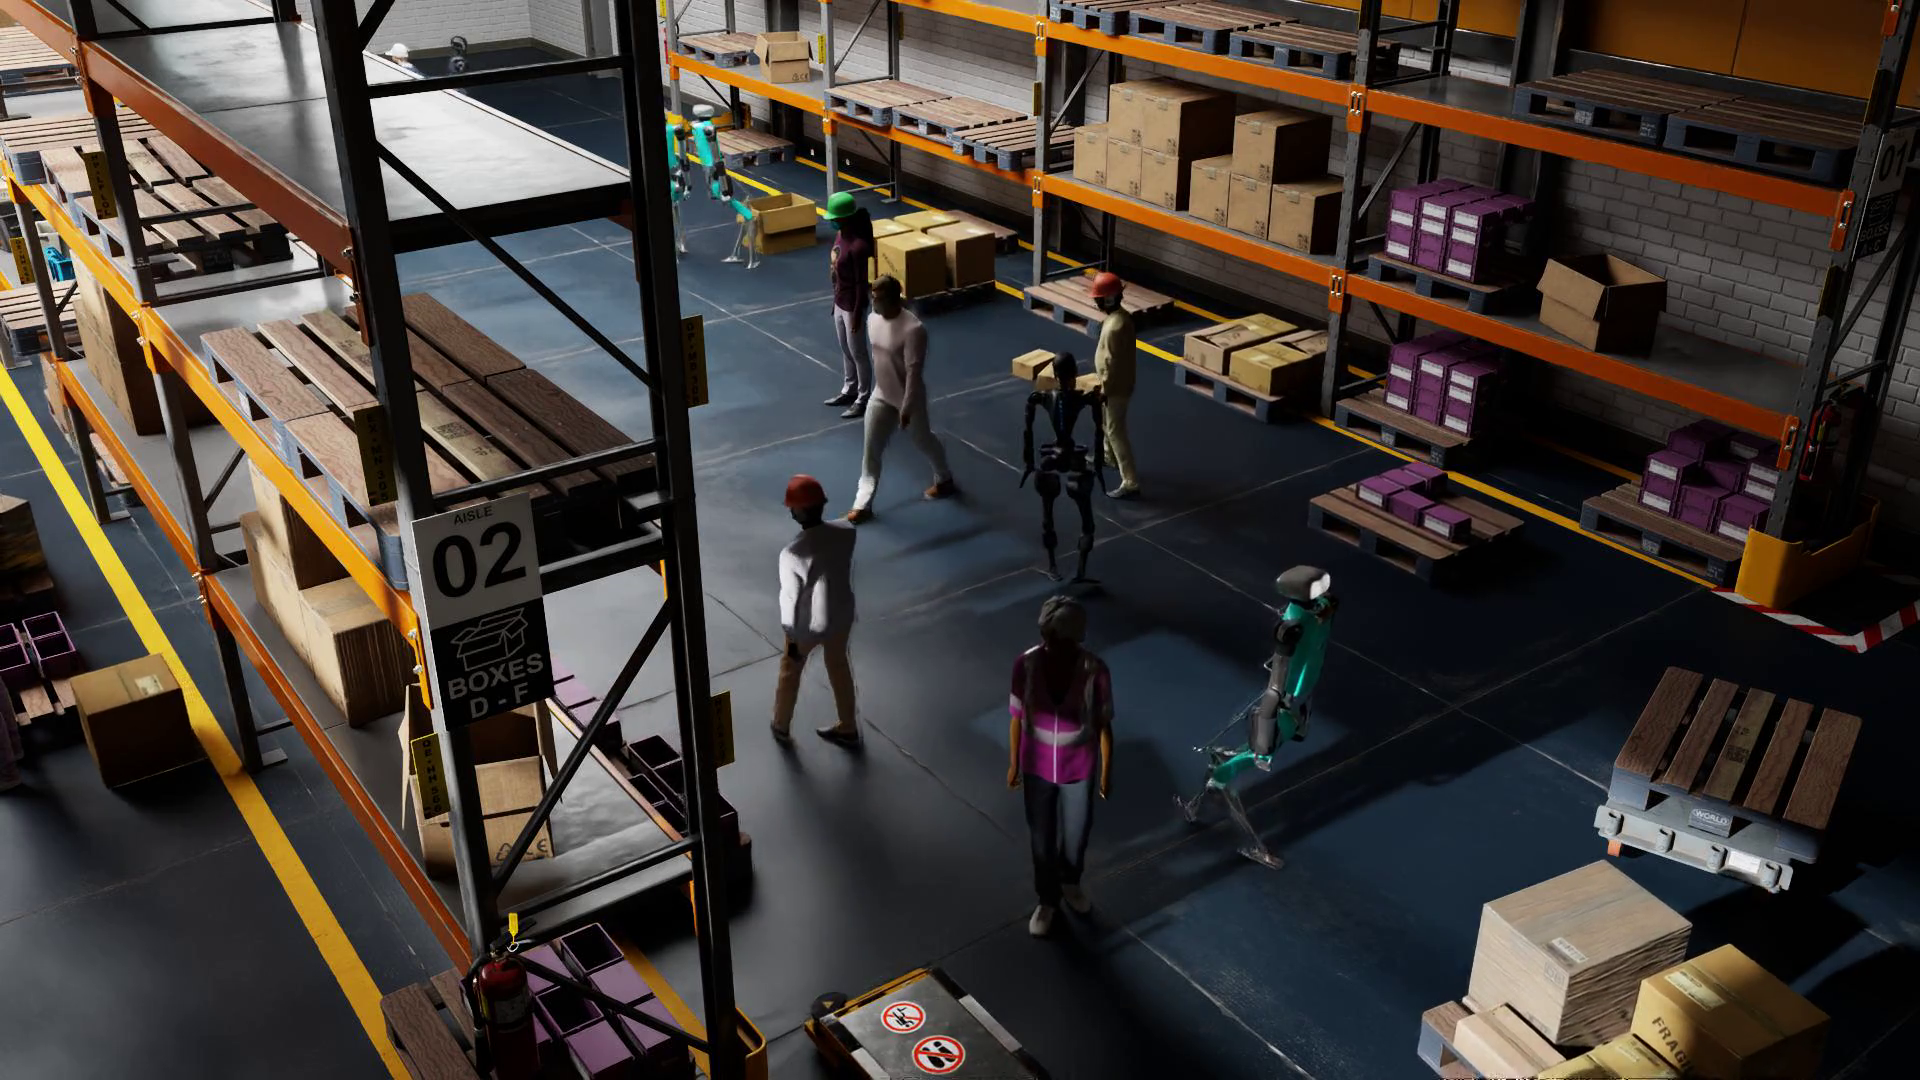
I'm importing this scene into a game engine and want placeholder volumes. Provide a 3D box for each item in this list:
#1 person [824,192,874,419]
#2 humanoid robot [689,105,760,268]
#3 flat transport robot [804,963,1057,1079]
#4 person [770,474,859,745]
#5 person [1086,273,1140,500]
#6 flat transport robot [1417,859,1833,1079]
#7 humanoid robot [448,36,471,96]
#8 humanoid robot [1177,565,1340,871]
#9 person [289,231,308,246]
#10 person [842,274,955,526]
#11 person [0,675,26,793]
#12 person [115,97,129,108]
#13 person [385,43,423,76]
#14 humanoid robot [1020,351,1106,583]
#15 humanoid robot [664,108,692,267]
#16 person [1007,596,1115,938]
[{"bbox_3d":[-0.924,-1.997,14.097,0.432,1.945,0.487,-13,29,-24],"label":"person"},{"bbox_3d":[-2.448,-3.819,17.957,0.818,1.790,0.585,-14,30,-26],"label":"humanoid robot"},{"bbox_3d":[-0.039,2.375,7.264,0.659,0.231,1.431,-18,32,-31],"label":"flat transport robot"},{"bbox_3d":[-0.879,0.406,9.555,0.565,1.719,0.533,-23,35,-38],"label":"person"},{"bbox_3d":[1.202,-1.228,12.842,0.497,1.700,0.724,5,27,9],"label":"person"},{"bbox_3d":[2.656,2.485,7.045,1.431,0.231,0.659,-13,29,-24],"label":"flat transport robot"},{"bbox_3d":[-6.618,-5.831,22.025,0.372,1.644,0.619,-11,29,-21],"label":"humanoid robot"},{"bbox_3d":[1.449,0.906,8.628,0.851,1.842,0.548,19,32,32],"label":"humanoid robot"},{"bbox_3d":[-6.346,-2.649,15.745,0.287,1.629,0.498,13,30,24],"label":"person"},{"bbox_3d":[-0.446,-1.081,12.356,0.624,1.883,1.059,22,34,37],"label":"person"},{"bbox_3d":[-5.536,0.533,9.107,0.402,1.908,0.641,-9,28,-17],"label":"person"},{"bbox_3d":[-10.583,-5.439,20.888,0.393,1.993,0.614,-11,29,-20],"label":"person"},{"bbox_3d":[-6.978,-5.447,21.177,0.858,1.699,0.746,5,27,10],"label":"person"},{"bbox_3d":[0.703,-0.463,11.347,0.600,1.647,0.451,4,27,8],"label":"humanoid robot"},{"bbox_3d":[-3.165,-3.876,18.091,0.561,1.764,0.933,-1,27,-2],"label":"humanoid robot"},{"bbox_3d":[0.485,1.090,8.078,0.514,1.836,0.447,5,27,10],"label":"person"}]
